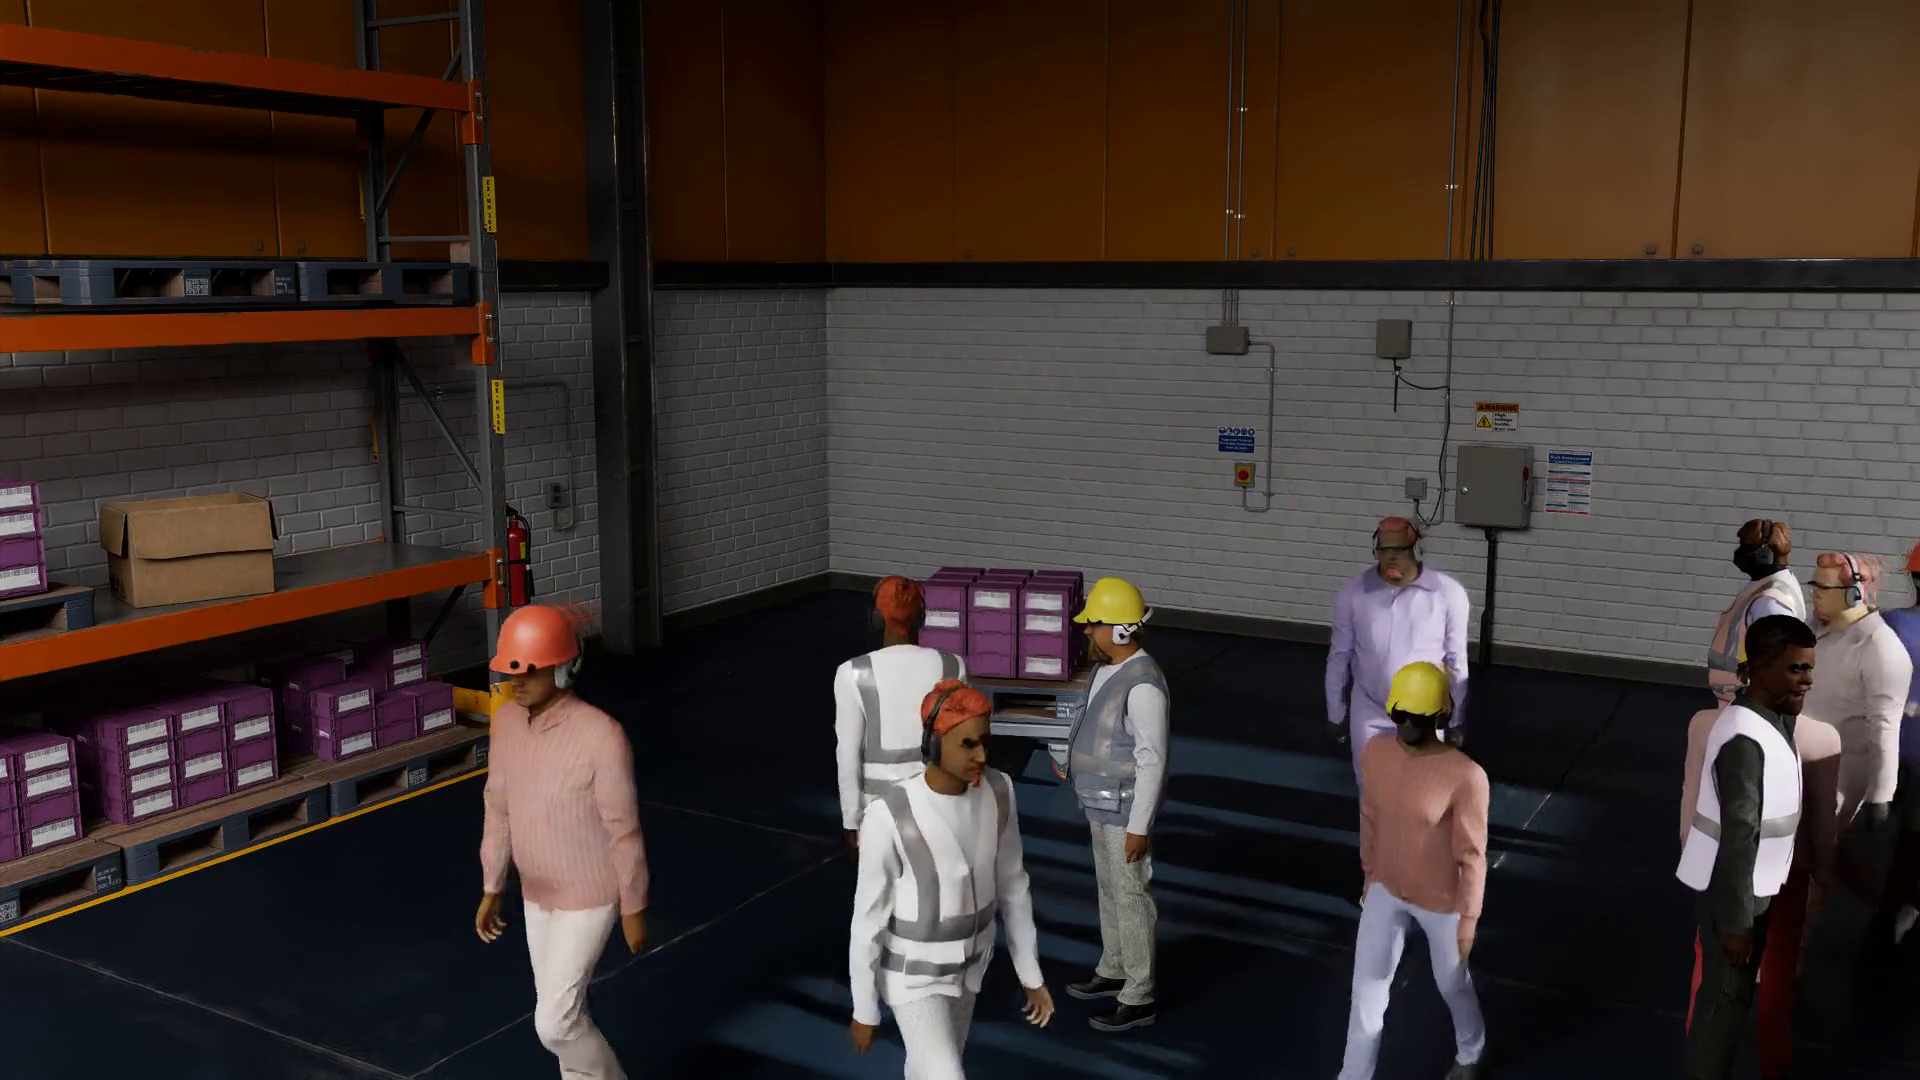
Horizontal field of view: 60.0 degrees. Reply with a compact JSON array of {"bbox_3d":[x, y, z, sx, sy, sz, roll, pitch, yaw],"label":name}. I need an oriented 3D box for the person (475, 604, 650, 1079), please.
[{"bbox_3d":[-1.320,1.171,5.524,0.606,1.976,0.495,8,12,40],"label":"person"}]

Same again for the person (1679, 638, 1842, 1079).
[{"bbox_3d":[2.948,1.174,6.164,0.528,1.765,0.335,6,11,34],"label":"person"}]

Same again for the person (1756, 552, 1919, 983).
[{"bbox_3d":[3.767,0.967,7.119,0.900,1.875,0.653,-1,9,-3],"label":"person"}]

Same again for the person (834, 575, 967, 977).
[{"bbox_3d":[-0.229,1.050,6.752,0.588,1.831,1.013,-3,10,-18],"label":"person"}]

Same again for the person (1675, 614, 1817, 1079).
[{"bbox_3d":[2.636,1.184,5.619,0.393,1.916,0.590,5,11,30],"label":"person"}]

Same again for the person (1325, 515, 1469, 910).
[{"bbox_3d":[2.079,0.817,7.964,0.676,1.894,0.440,4,10,23],"label":"person"}]

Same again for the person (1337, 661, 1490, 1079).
[{"bbox_3d":[1.633,1.245,5.885,0.921,1.710,0.531,-9,13,-44],"label":"person"}]

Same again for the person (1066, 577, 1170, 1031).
[{"bbox_3d":[0.631,1.051,6.711,0.404,1.829,0.600,-2,9,-11],"label":"person"}]

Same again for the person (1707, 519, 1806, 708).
[{"bbox_3d":[3.904,0.808,8.198,0.429,1.844,0.625,4,10,23],"label":"person"}]

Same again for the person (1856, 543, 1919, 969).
[{"bbox_3d":[4.242,0.920,7.306,0.780,1.903,0.562,-4,10,-22],"label":"person"}]

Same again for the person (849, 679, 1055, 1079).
[{"bbox_3d":[0.022,1.332,4.889,0.828,1.846,0.588,8,12,41],"label":"person"}]
